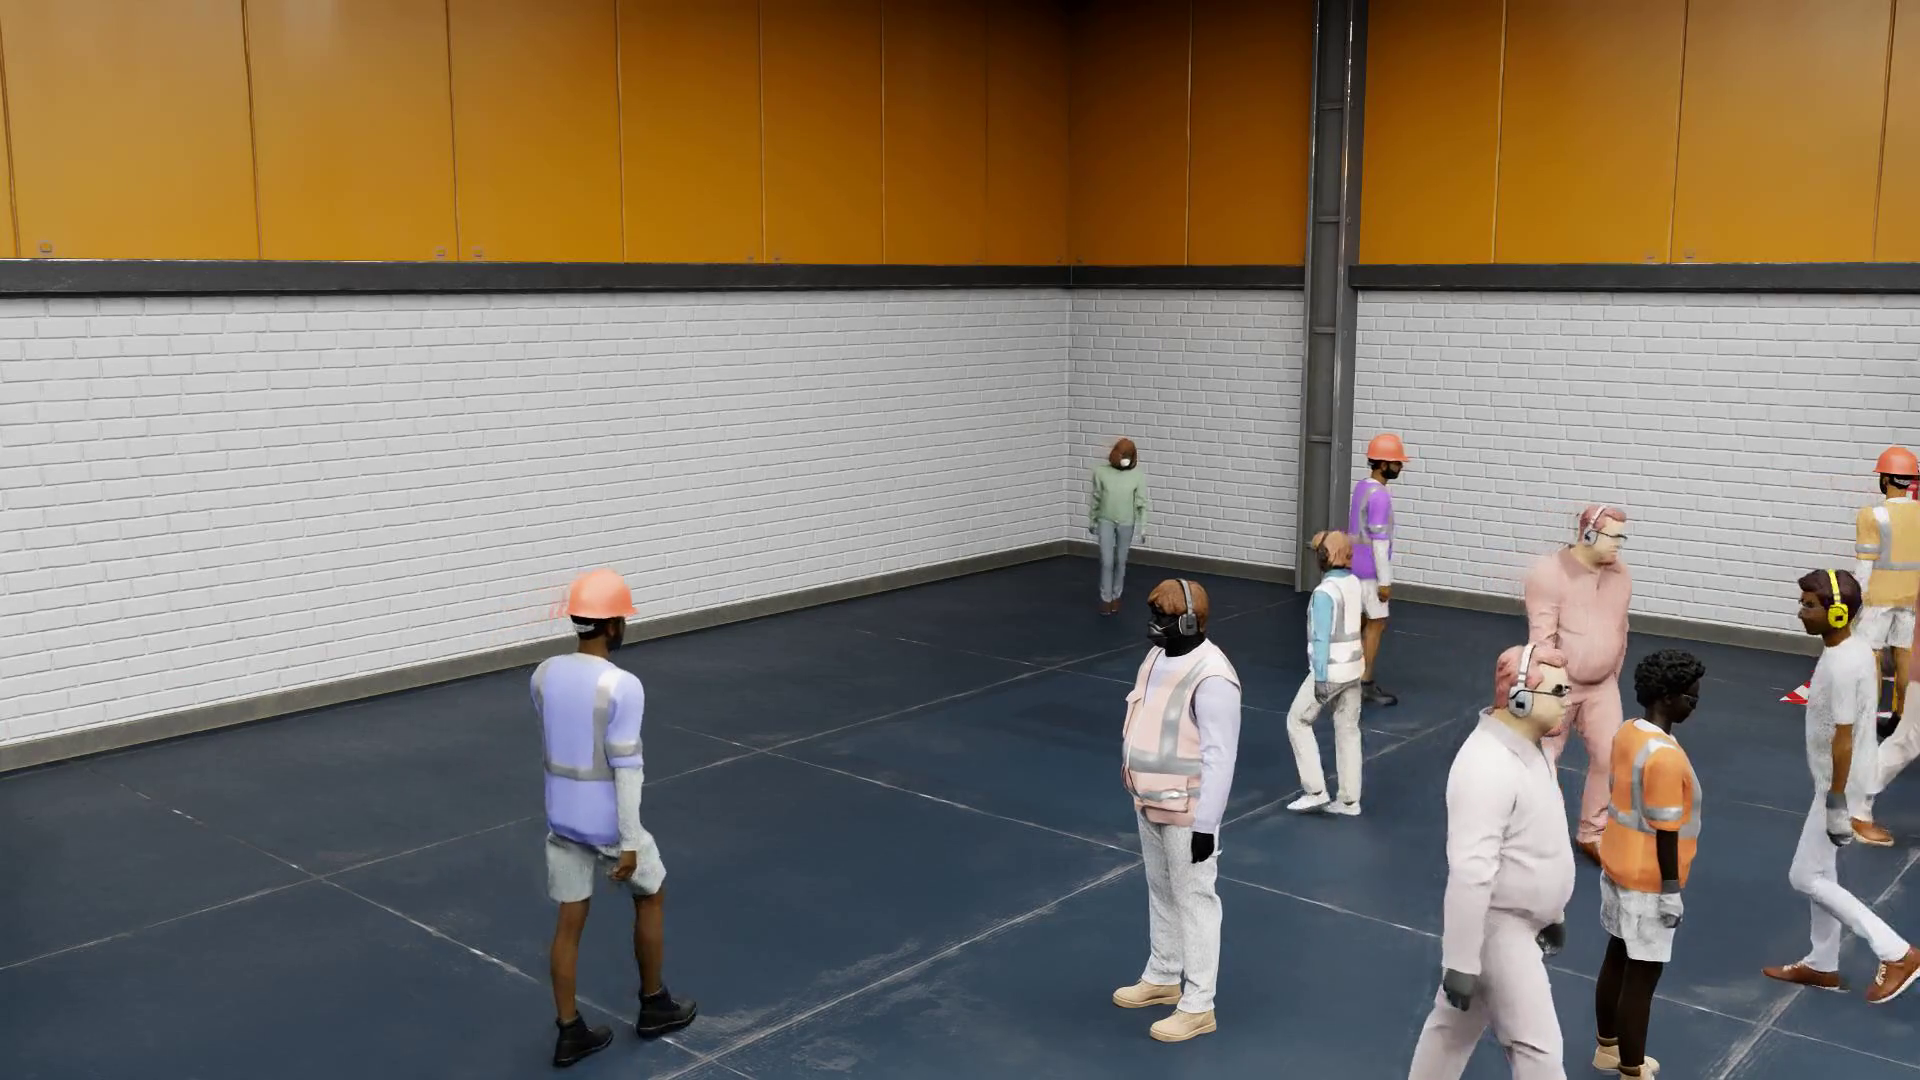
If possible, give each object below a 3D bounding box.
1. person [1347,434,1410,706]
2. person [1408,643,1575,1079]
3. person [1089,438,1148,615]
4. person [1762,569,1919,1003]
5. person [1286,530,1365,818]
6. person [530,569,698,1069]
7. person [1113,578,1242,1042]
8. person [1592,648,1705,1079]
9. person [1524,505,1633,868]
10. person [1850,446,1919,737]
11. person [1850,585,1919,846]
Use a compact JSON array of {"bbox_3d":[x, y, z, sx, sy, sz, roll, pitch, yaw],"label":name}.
[{"bbox_3d":[2.940,0.208,11.781,0.403,1.929,0.552,0,9,-1],"label":"person"},{"bbox_3d":[1.855,1.261,5.346,0.959,1.863,0.683,4,10,25],"label":"person"},{"bbox_3d":[1.417,-0.124,14.857,0.521,1.587,0.598,1,9,4],"label":"person"},{"bbox_3d":[3.691,1.031,6.866,0.535,1.849,0.559,6,11,34],"label":"person"},{"bbox_3d":[2.069,0.751,9.333,0.513,1.616,0.521,7,12,39],"label":"person"},{"bbox_3d":[-1.362,1.052,6.512,0.564,1.910,0.771,5,10,27],"label":"person"},{"bbox_3d":[0.861,1.062,6.672,0.429,1.843,0.629,-3,10,-19],"label":"person"},{"bbox_3d":[2.524,1.228,6.098,0.321,1.692,0.530,1,9,6],"label":"person"},{"bbox_3d":[3.159,0.757,8.448,0.673,1.880,0.620,-2,9,-14],"label":"person"},{"bbox_3d":[5.987,0.364,10.757,0.545,1.938,0.362,-2,9,-10],"label":"person"},{"bbox_3d":[5.089,0.707,8.589,0.649,1.945,1.039,-8,12,-40],"label":"person"}]
